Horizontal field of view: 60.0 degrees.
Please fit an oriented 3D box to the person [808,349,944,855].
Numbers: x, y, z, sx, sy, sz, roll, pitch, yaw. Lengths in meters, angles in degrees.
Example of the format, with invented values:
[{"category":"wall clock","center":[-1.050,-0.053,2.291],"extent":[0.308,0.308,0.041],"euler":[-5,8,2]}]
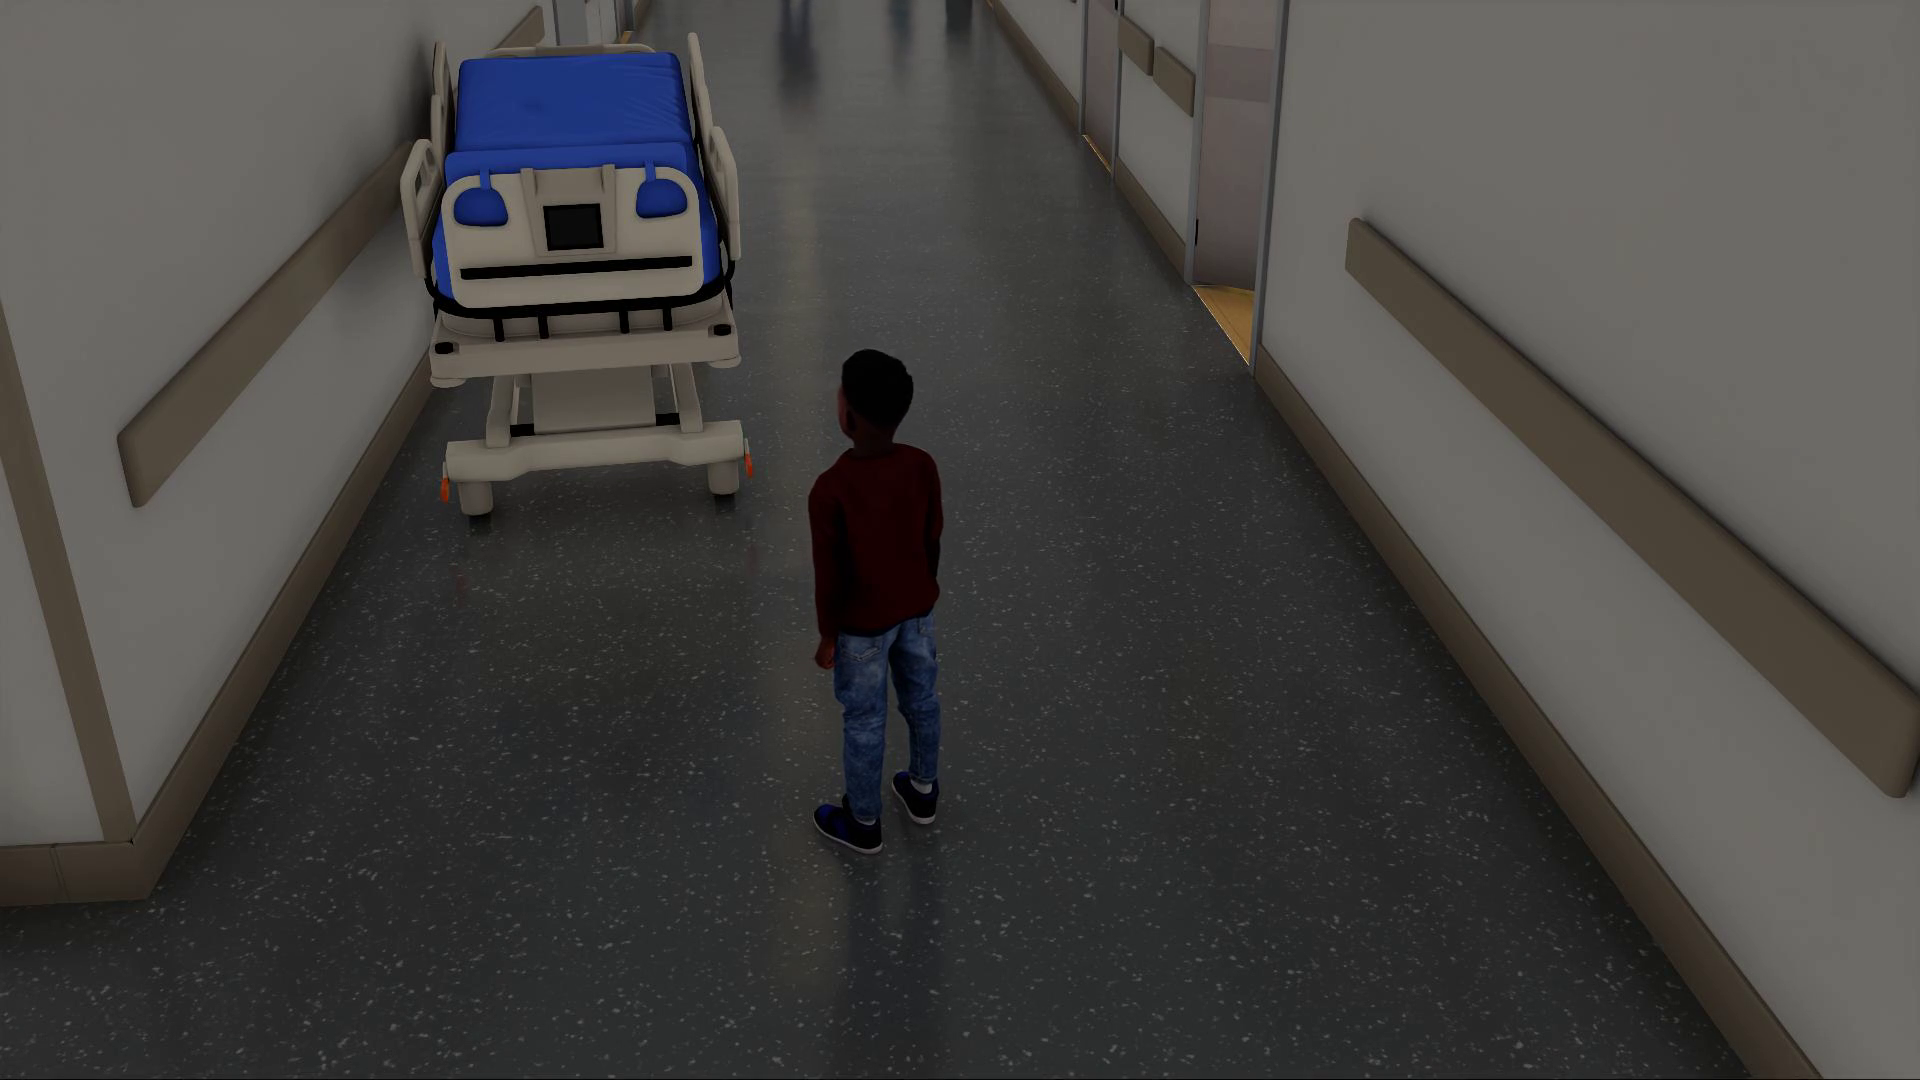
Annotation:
[{"category":"person","center":[-0.183,0.153,3.898],"extent":[0.553,1.256,0.640],"euler":[-18,31,-33]}]
